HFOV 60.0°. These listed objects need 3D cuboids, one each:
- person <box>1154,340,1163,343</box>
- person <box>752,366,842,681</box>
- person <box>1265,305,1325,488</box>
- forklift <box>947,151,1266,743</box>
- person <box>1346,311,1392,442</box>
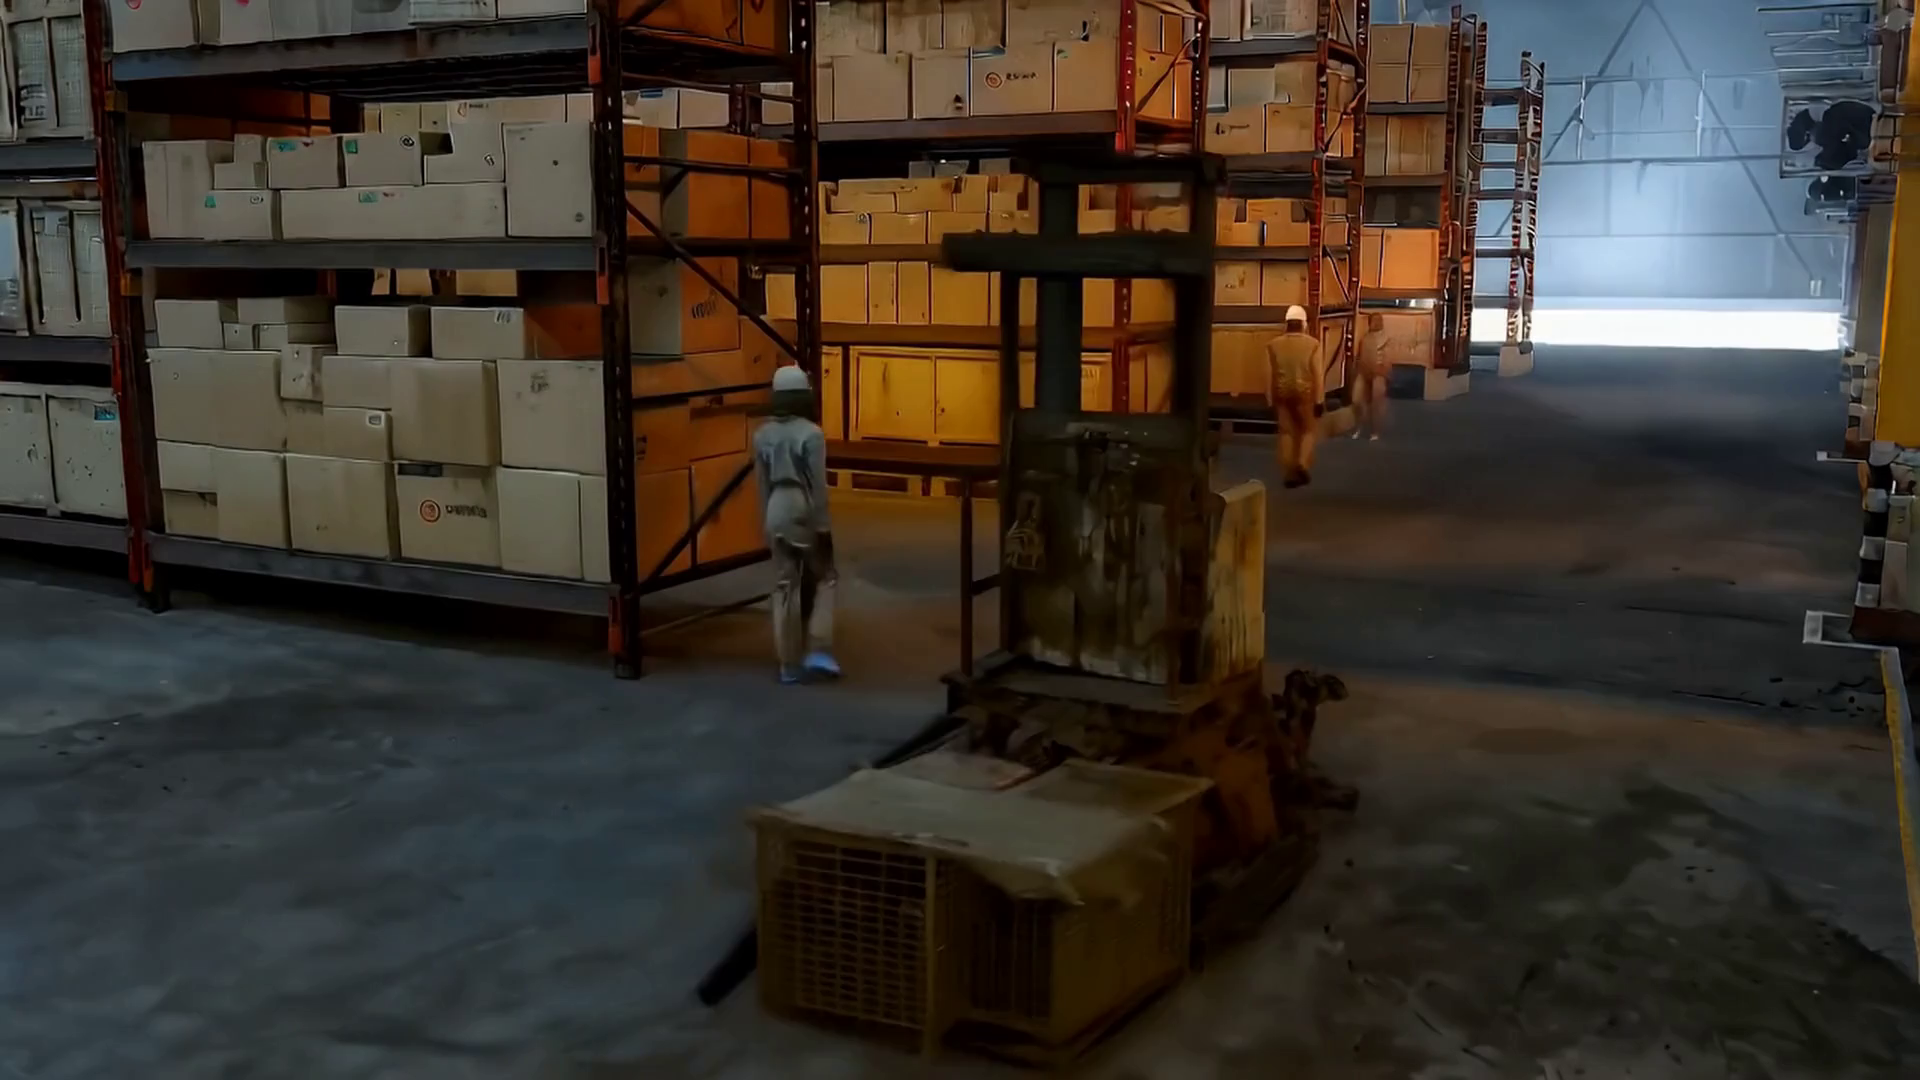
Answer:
[{"bbox_3d":[2.258,-2.098,20.801,0.675,1.711,0.460,-6,11,-29],"label":"person"},{"bbox_3d":[-0.889,-0.091,9.111,0.507,1.711,0.502,5,11,28],"label":"person"},{"bbox_3d":[3.318,-1.412,16.472,0.627,1.819,0.453,6,11,30],"label":"person"},{"bbox_3d":[0.857,-0.586,8.638,1.129,2.768,1.873,5,11,27],"label":"forklift"},{"bbox_3d":[5.012,-1.996,20.422,0.533,1.619,0.586,9,13,41],"label":"person"}]
